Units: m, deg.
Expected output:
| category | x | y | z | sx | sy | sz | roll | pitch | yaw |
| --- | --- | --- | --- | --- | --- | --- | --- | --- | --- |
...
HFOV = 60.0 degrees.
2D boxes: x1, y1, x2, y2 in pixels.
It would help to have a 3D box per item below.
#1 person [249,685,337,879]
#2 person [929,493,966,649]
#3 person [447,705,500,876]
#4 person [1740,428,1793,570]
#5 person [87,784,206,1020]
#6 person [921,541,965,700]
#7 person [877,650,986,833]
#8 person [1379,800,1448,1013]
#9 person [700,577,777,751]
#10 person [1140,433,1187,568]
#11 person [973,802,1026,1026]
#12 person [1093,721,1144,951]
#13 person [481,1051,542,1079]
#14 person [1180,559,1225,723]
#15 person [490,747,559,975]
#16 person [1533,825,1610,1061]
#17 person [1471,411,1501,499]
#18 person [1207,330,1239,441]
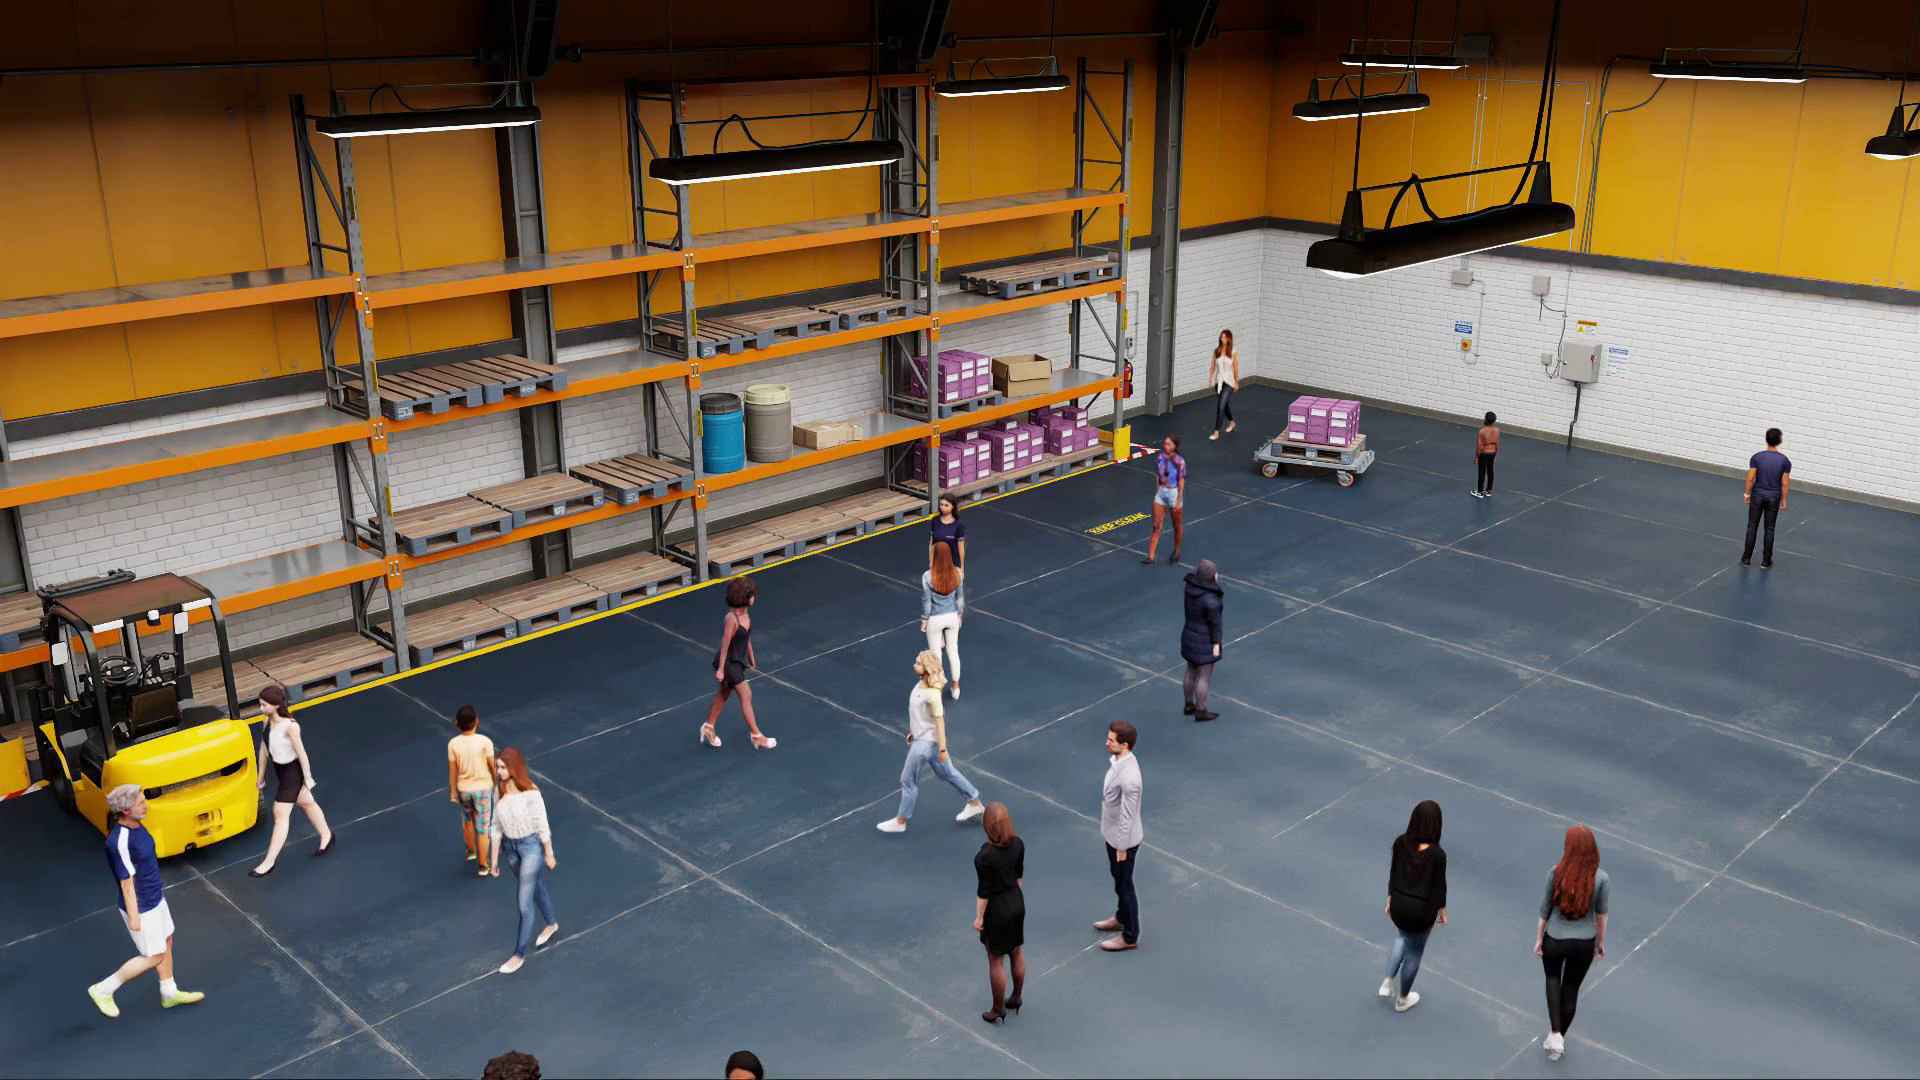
| category | x | y | z | sx | sy | sz | roll | pitch | yaw |
| --- | --- | --- | --- | --- | --- | --- | --- | --- | --- |
| person | -5.512 | 1.954 | 13.869 | 0.694 | 1.610 | 1.100 | 12 | 22 | 32 |
| person | -0.119 | 0.300 | 18.551 | 0.727 | 1.756 | 0.853 | 9 | 21 | 24 |
| person | -4.012 | 2.090 | 13.716 | 0.741 | 1.449 | 0.796 | -1 | 19 | -2 |
| person | 10.153 | -0.533 | 20.970 | 0.712 | 1.789 | 0.644 | 9 | 21 | 24 |
| person | -5.853 | 2.562 | 11.730 | 1.056 | 1.821 | 0.888 | -6 | 20 | -18 |
| person | -0.177 | 0.834 | 17.050 | 0.589 | 1.701 | 0.746 | -7 | 20 | -21 |
| person | -0.177 | 1.747 | 14.374 | 1.270 | 1.679 | 1.075 | -4 | 19 | -11 |
| person | 3.192 | 2.634 | 11.808 | 0.551 | 1.635 | 0.586 | 18 | 25 | 42 |
| person | -2.263 | 1.212 | 15.868 | 0.999 | 1.740 | 1.009 | 4 | 19 | 13 |
| person | 2.703 | -0.513 | 21.046 | 0.738 | 1.704 | 1.109 | 12 | 22 | 31 |
| person | 0.297 | 2.627 | 11.722 | 0.450 | 1.703 | 0.654 | -16 | 24 | -39 |
| person | 1.246 | 2.224 | 12.694 | 0.804 | 1.848 | 0.747 | 0 | 19 | -1 |
| person | -2.491 | 3.567 | 8.823 | 0.833 | 1.772 | 0.647 | -17 | 25 | -41 |
| person | 2.408 | 0.989 | 16.633 | 0.735 | 1.674 | 0.742 | -10 | 21 | -27 |
| person | -3.252 | 2.327 | 12.624 | 0.817 | 1.697 | 1.105 | 8 | 20 | 22 |
| person | 4.111 | 2.781 | 11.223 | 0.749 | 1.730 | 0.792 | 5 | 19 | 15 |
| person | 7.566 | -1.237 | 23.902 | 0.529 | 1.254 | 0.647 | -6 | 20 | -18 |
| person | 4.331 | -2.526 | 26.957 | 0.701 | 1.747 | 1.131 | 14 | 23 | 36 |
